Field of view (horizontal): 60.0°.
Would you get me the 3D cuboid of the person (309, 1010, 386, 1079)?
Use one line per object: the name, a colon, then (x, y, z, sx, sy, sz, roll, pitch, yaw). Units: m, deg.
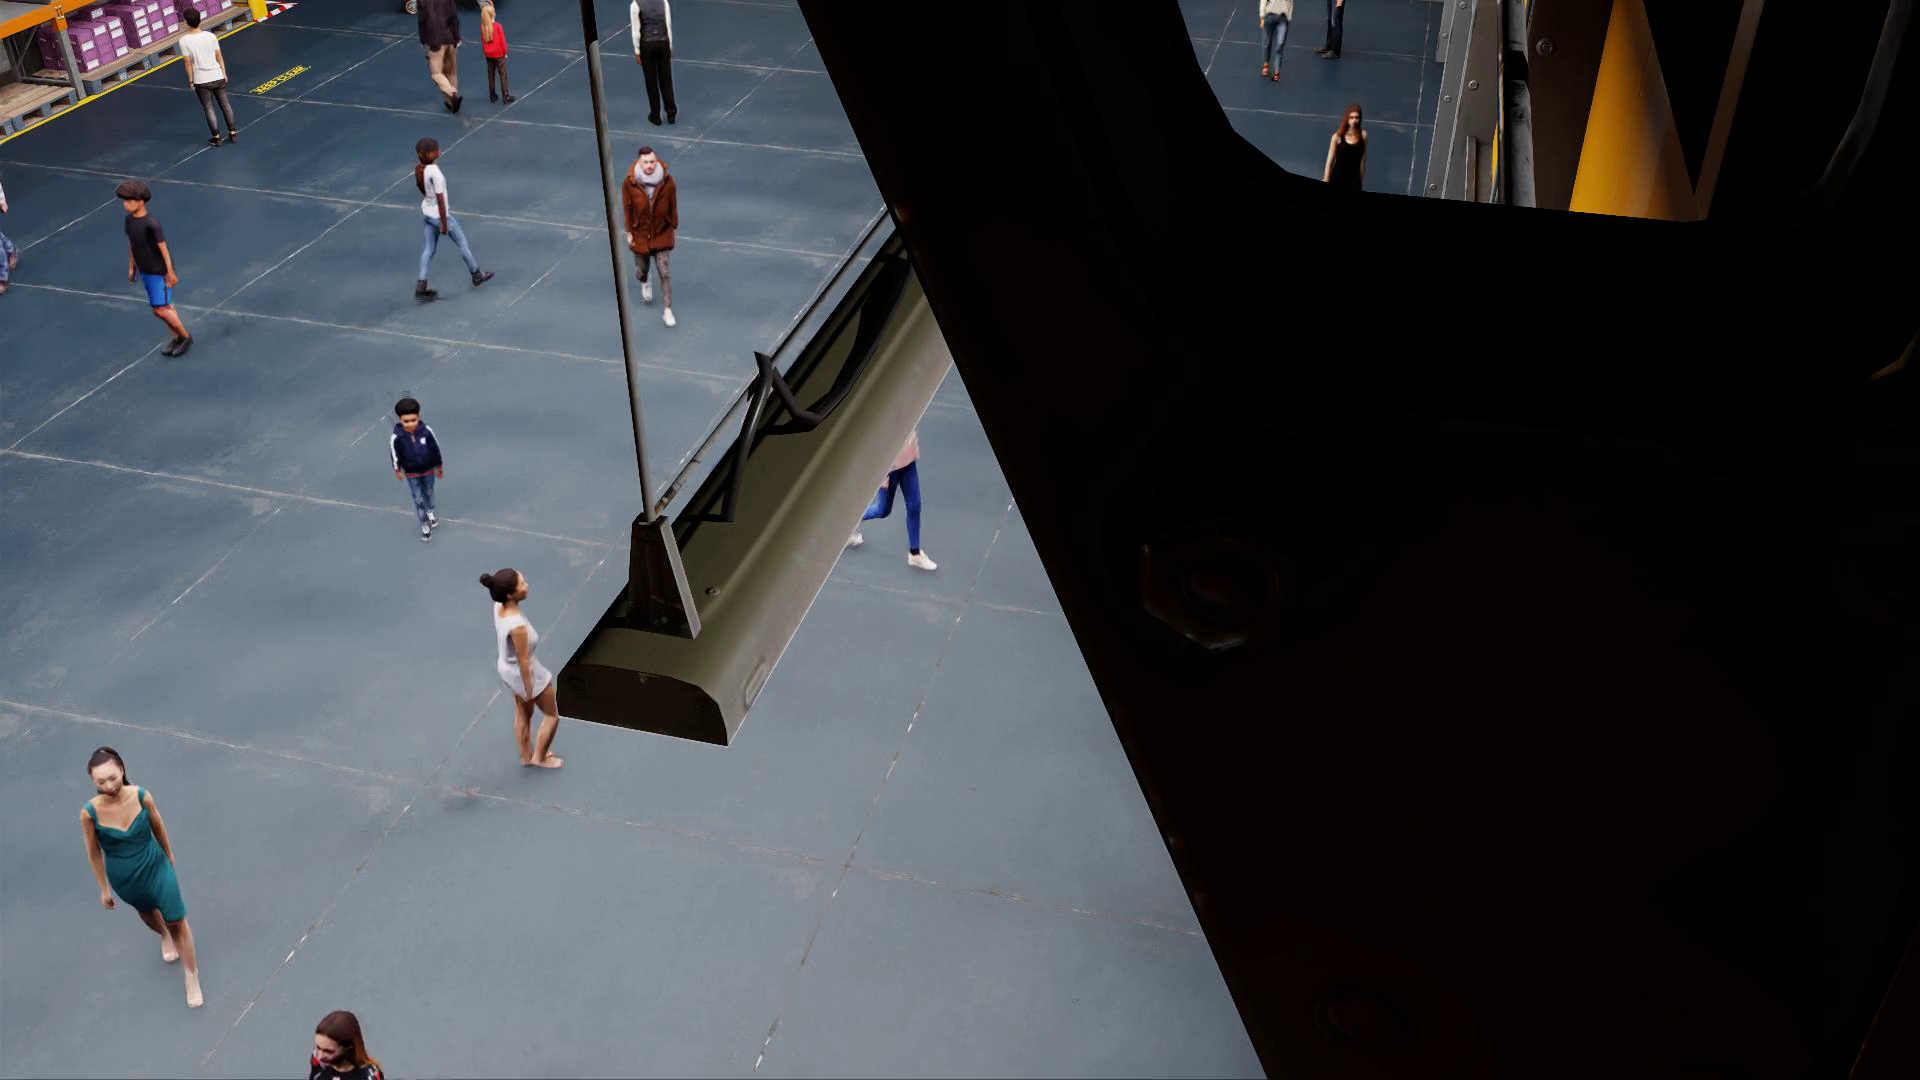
person: (-2.820, 2.808, 8.017, 0.695, 1.671, 0.872, 16, 37, 23)

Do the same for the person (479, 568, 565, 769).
person: (-2.955, 0.889, 10.964, 0.725, 1.603, 0.678, -22, 40, -30)

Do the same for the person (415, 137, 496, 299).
person: (-5.468, -3.298, 17.194, 1.199, 1.680, 0.975, -28, 43, -35)

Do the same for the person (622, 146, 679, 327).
person: (-3.130, -3.099, 16.770, 0.998, 1.817, 1.160, -8, 35, -12)

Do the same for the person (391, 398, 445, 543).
person: (-4.436, -0.637, 13.616, 0.731, 1.209, 0.803, -14, 36, -19)

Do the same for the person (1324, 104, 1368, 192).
person: (4.179, -3.934, 18.130, 0.766, 1.703, 1.002, 0, 34, 0)

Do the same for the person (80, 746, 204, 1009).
person: (-4.692, 1.844, 9.481, 0.916, 1.654, 0.997, -15, 37, -22)

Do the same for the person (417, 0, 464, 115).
person: (-6.785, -6.500, 21.802, 1.063, 1.911, 1.078, -24, 41, -32)

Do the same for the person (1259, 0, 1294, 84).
person: (4.378, -7.258, 23.185, 0.765, 1.643, 1.084, 3, 34, 4)

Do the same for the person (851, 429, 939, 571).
person: (-0.589, -0.575, 13.039, 0.959, 1.744, 1.138, 20, 39, 28)

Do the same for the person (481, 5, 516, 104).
person: (-6.290, -6.573, 22.484, 0.494, 1.278, 0.475, 9, 35, 14)

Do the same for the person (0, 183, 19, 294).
person: (-10.290, -3.594, 17.515, 0.861, 1.817, 1.223, 0, 34, -1)

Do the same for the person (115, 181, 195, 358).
person: (-7.738, -2.650, 16.123, 0.682, 1.787, 0.686, 20, 38, 27)

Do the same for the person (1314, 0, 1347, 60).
person: (5.437, -7.895, 23.985, 0.790, 1.818, 0.638, -5, 34, -7)

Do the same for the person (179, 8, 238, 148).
person: (-9.500, -5.851, 20.997, 0.669, 1.722, 0.766, -24, 41, -32)

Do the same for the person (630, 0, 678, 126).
person: (-3.971, -6.380, 21.623, 0.787, 1.910, 0.813, -11, 35, -17)
